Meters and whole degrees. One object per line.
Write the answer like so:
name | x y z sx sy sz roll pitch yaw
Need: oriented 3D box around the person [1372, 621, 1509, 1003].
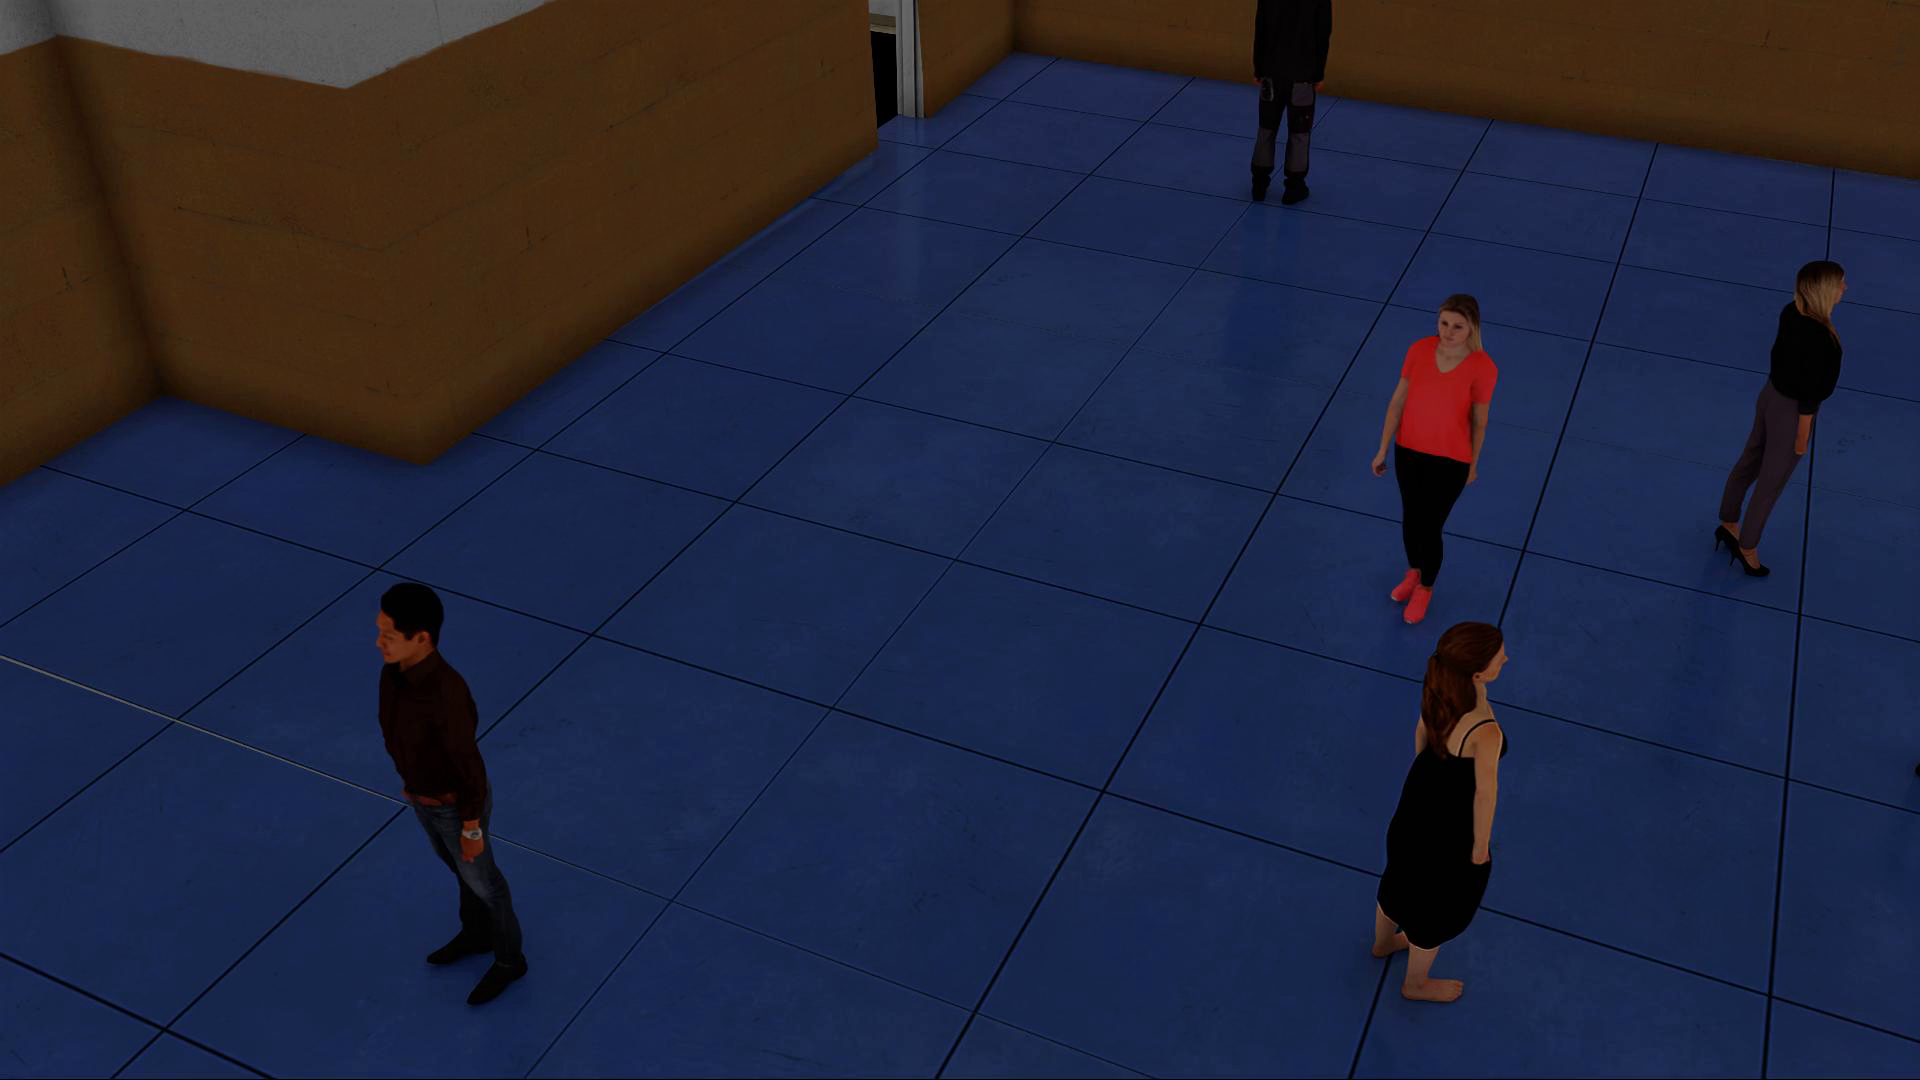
person | 1.704 0.953 5.894 0.735 1.624 0.681 -9 35 -14

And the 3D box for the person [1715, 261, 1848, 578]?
person | 4.035 -0.597 8.183 0.657 1.672 0.669 1 34 1

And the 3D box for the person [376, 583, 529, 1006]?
person | -1.793 0.888 5.850 0.772 1.782 0.597 -28 43 -35

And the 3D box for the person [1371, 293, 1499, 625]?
person | 2.303 -0.431 7.927 0.664 1.678 0.741 28 43 36

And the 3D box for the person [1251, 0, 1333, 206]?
person | 2.414 -3.438 12.205 0.520 1.946 0.757 13 36 19
